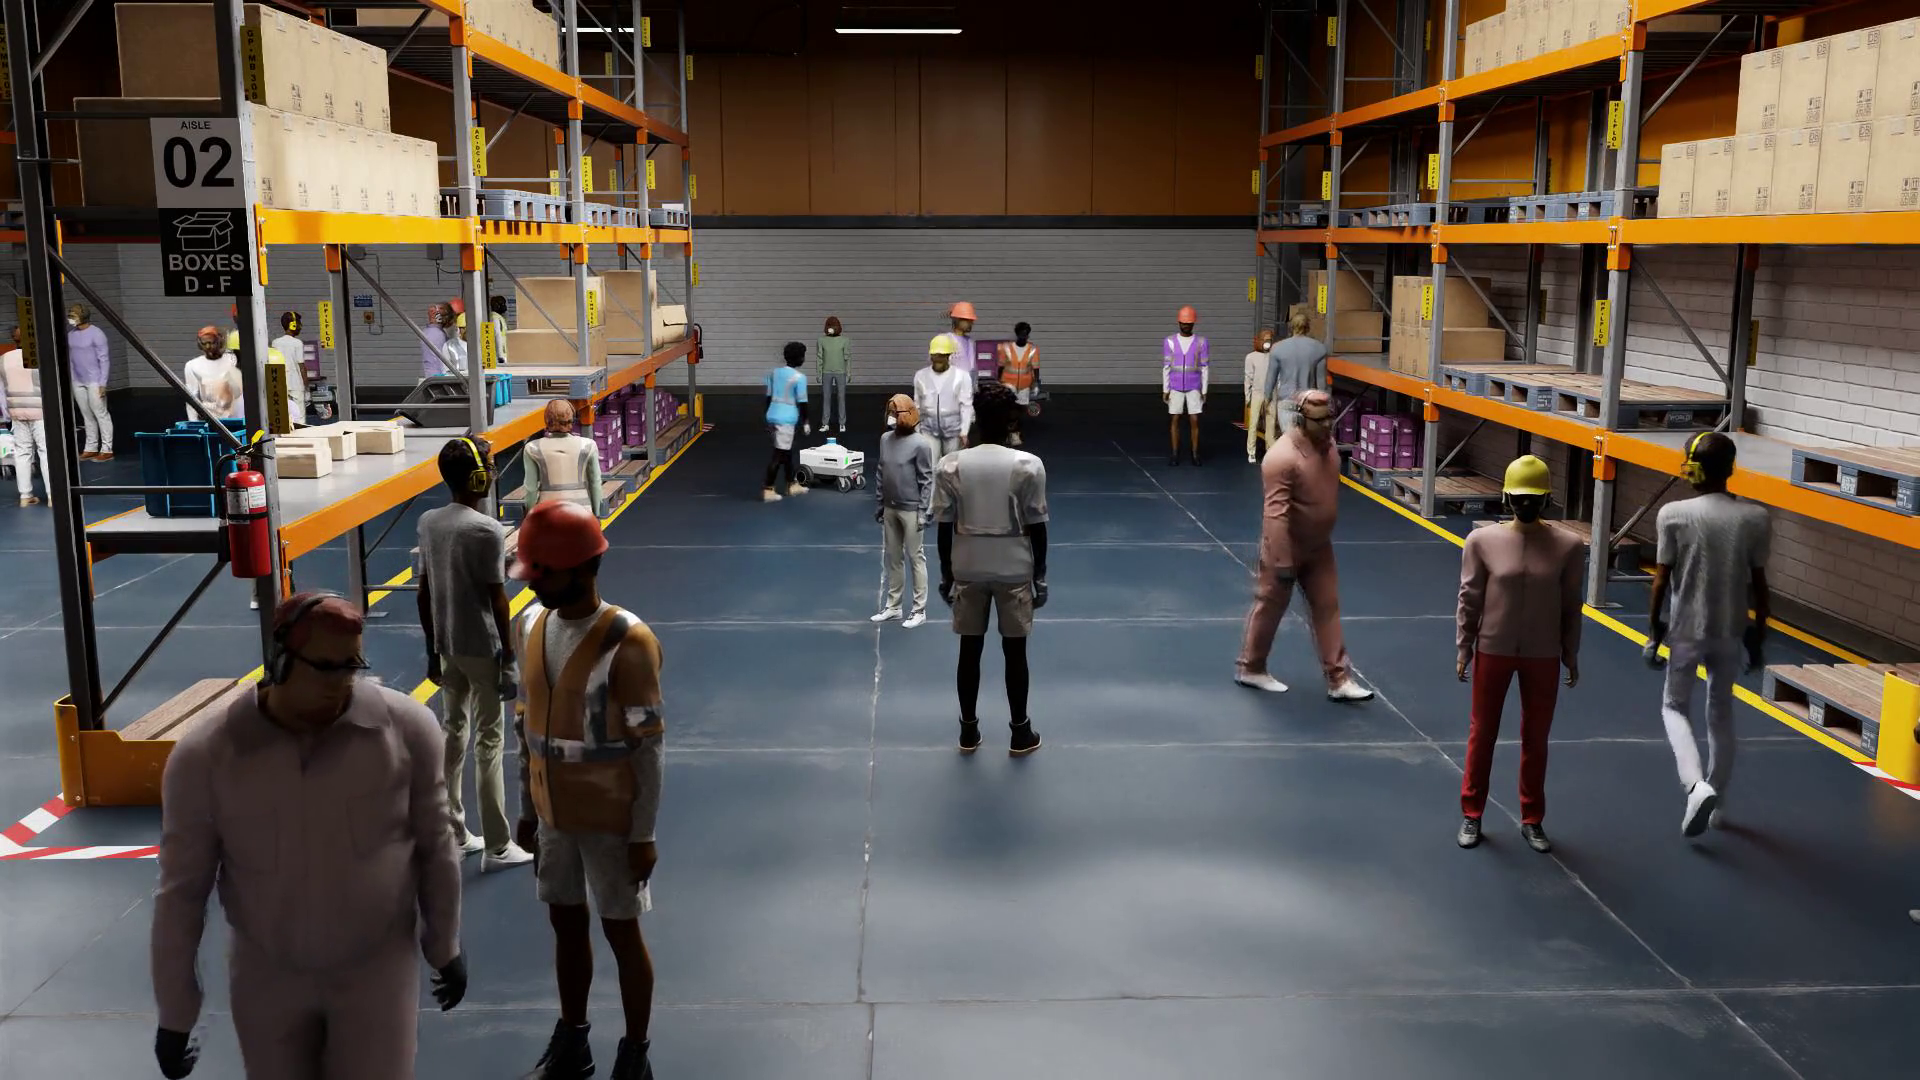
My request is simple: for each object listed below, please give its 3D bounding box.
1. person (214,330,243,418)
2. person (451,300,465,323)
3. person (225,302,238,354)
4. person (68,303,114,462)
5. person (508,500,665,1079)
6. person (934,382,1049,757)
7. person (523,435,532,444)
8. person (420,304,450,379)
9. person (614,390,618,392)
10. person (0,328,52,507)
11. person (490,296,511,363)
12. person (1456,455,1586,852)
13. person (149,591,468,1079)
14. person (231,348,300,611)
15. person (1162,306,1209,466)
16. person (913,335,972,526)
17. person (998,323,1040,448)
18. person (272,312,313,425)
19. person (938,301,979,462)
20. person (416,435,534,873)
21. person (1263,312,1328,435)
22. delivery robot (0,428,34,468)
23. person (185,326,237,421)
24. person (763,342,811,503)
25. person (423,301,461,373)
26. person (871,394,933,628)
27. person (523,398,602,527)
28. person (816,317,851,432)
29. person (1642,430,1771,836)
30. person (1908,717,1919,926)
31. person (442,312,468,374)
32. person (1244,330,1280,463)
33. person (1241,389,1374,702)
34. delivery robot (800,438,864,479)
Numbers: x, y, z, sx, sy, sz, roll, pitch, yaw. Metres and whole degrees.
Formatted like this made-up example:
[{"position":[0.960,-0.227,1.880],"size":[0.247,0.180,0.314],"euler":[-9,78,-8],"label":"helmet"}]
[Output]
[{"position":[-6.393,-0.934,14.976],"size":[0.577,1.940,0.632],"euler":[4,11,20],"label":"person"},{"position":[-6.533,-2.189,21.870],"size":[0.629,1.947,1.047],"euler":[-4,11,-19],"label":"person"},{"position":[-9.529,-2.254,22.300],"size":[0.547,1.907,0.936],"euler":[5,11,24],"label":"person"},{"position":[-10.621,-1.914,20.304],"size":[0.629,1.936,0.372],"euler":[5,12,28],"label":"person"},{"position":[-1.154,0.825,5.067],"size":[0.545,1.927,0.385],"euler":[6,12,31],"label":"person"},{"position":[0.173,0.161,8.675],"size":[0.600,1.959,0.375],"euler":[3,10,14],"label":"person"},{"position":[-5.402,-2.041,21.315],"size":[0.621,1.835,0.430],"euler":[-6,12,-32],"label":"person"},{"position":[-6.431,-1.965,20.656],"size":[0.408,1.913,0.641],"euler":[-7,13,-36],"label":"person"},{"position":[-5.868,-3.134,27.211],"size":[0.912,1.909,0.545],"euler":[4,11,21],"label":"person"},{"position":[-9.387,-1.251,16.870],"size":[0.633,1.841,0.429],"euler":[0,10,2],"label":"person"},{"position":[-7.192,-2.894,26.040],"size":[0.429,1.839,0.643],"euler":[-3,11,-14],"label":"person"},{"position":[2.452,0.504,7.305],"size":[0.533,1.767,0.323],"euler":[2,10,11],"label":"person"},{"position":[-1.526,1.055,3.929],"size":[0.706,1.867,0.777],"euler":[-4,11,-19],"label":"person"},{"position":[-4.986,-0.433,12.100],"size":[0.587,1.920,0.395],"euler":[4,11,20],"label":"person"},{"position":[2.688,-1.829,19.865],"size":[0.545,1.926,0.402],"euler":[3,10,14],"label":"person"},{"position":[-0.196,-1.013,15.675],"size":[0.600,1.799,0.815],"euler":[2,10,9],"label":"person"},{"position":[0.773,-2.026,21.735],"size":[0.545,1.628,0.879],"euler":[-1,10,-8],"label":"person"},{"position":[-7.843,-1.750,19.603],"size":[0.519,1.862,0.326],"euler":[5,11,25],"label":"person"},{"position":[-0.021,-1.609,18.325],"size":[0.531,2.030,0.641],"euler":[7,12,35],"label":"person"},{"position":[-2.087,0.485,7.120],"size":[0.521,1.873,0.336],"euler":[6,12,31],"label":"person"},{"position":[3.637,-1.523,18.168],"size":[0.642,1.921,0.619],"euler":[0,10,-2],"label":"person"},{"position":[-10.866,-1.027,18.949],"size":[0.707,0.478,0.477],"euler":[8,13,38],"label":"delivery robot"},{"position":[-7.286,-1.178,16.416],"size":[0.618,1.856,0.610],"euler":[-3,11,-15],"label":"person"},{"position":[-1.763,-1.226,17.229],"size":[0.729,1.650,0.551],"euler":[-8,13,-39],"label":"person"},{"position":[-6.469,-2.045,21.027],"size":[0.635,1.936,0.356],"euler":[1,10,3],"label":"person"},{"position":[-0.404,-0.206,11.627],"size":[0.499,1.634,0.279],"euler":[10,14,43],"label":"person"},{"position":[-2.665,-0.134,11.205],"size":[0.515,1.642,0.314],"euler":[-3,11,-15],"label":"person"},{"position":[-1.787,-2.339,23.514],"size":[0.507,1.631,0.274],"euler":[1,10,5],"label":"person"},{"position":[3.376,0.432,7.487],"size":[0.549,1.847,0.605],"euler":[1,10,6],"label":"person"},{"position":[3.948,0.673,6.380],"size":[0.524,1.762,0.325],"euler":[1,10,6],"label":"person"},{"position":[-5.944,-1.831,20.126],"size":[0.589,1.834,0.403],"euler":[-6,12,-29],"label":"person"},{"position":[3.696,-1.745,20.230],"size":[0.493,1.624,0.282],"euler":[-2,10,-10],"label":"person"},{"position":[2.020,0.045,9.637],"size":[0.701,1.841,0.961],"euler":[-9,13,-40],"label":"person"},{"position":[-1.392,-0.866,18.047],"size":[0.707,0.478,0.477],"euler":[7,12,34],"label":"delivery robot"}]
